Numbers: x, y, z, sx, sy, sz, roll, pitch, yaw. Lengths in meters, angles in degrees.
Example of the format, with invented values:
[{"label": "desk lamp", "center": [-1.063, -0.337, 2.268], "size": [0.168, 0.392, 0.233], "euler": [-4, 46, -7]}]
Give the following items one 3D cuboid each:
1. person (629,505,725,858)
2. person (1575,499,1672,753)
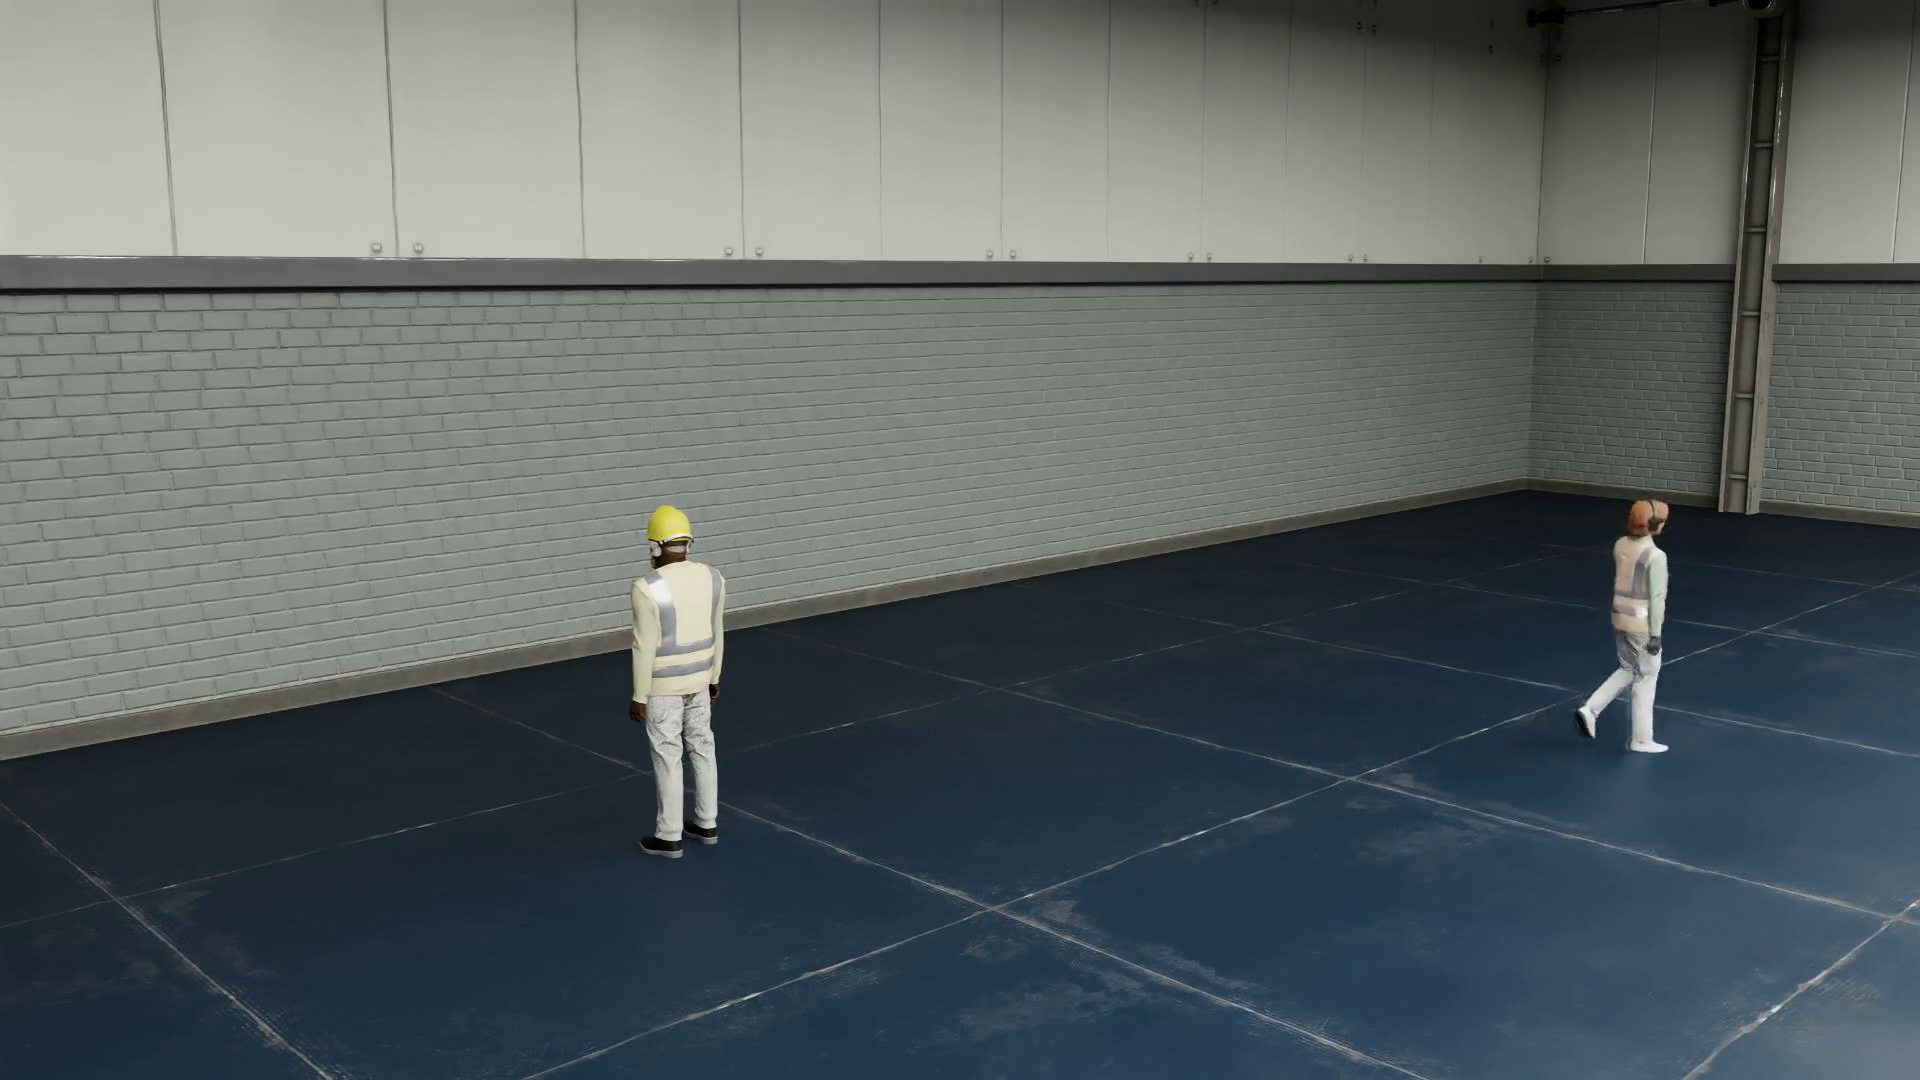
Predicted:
[{"label": "person", "center": [-1.490, 0.731, 8.677], "size": [0.404, 1.830, 0.600], "euler": [7, 12, 38]}, {"label": "person", "center": [4.221, 0.546, 10.439], "size": [0.487, 1.627, 0.530], "euler": [-2, 9, -10]}]
